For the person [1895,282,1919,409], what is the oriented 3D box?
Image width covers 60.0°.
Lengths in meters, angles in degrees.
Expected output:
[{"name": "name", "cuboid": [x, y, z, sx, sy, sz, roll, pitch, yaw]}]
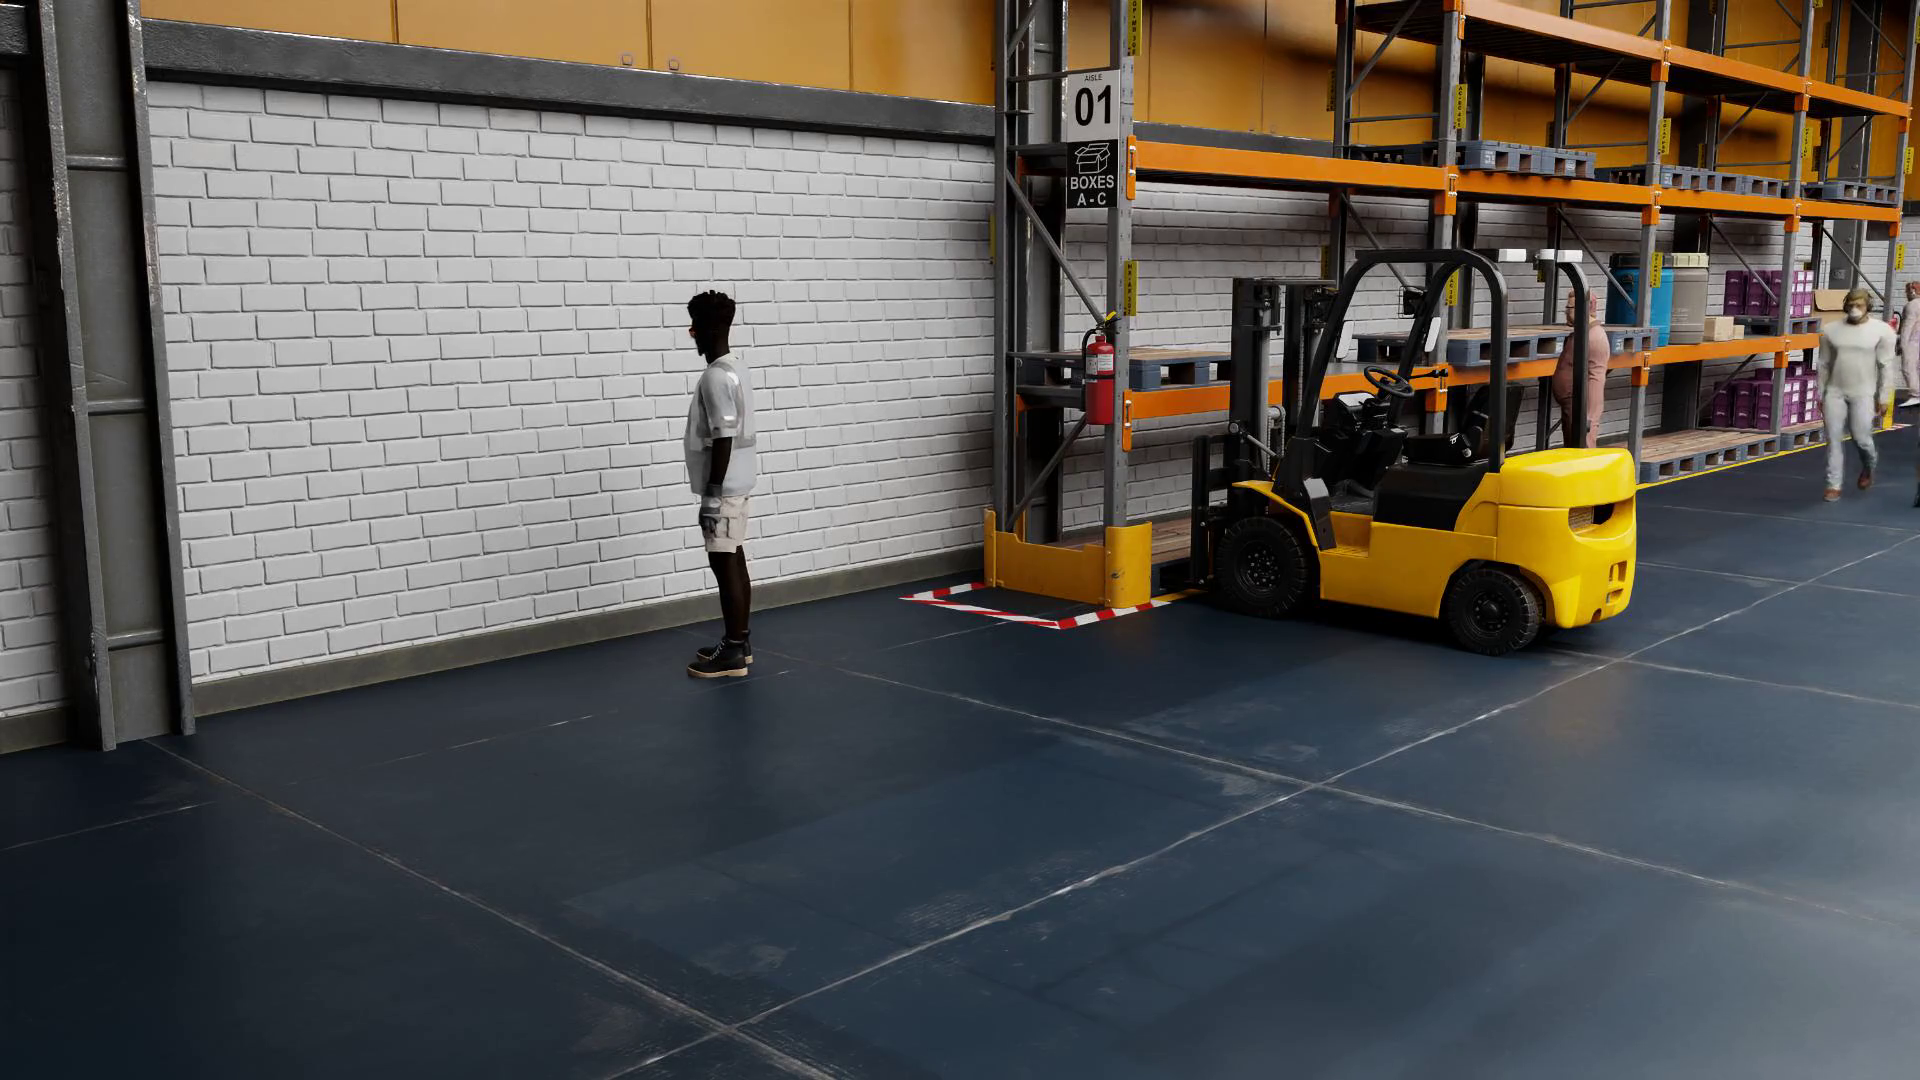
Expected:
[{"name": "person", "cuboid": [14.224, -2.889, 24.755, 0.799, 1.882, 0.509, -7, 12, -38]}]

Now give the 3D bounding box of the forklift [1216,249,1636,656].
[{"name": "forklift", "cuboid": [2.710, -0.584, 9.626, 2.313, 2.155, 1.214, 9, 13, 43]}]

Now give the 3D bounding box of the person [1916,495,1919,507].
[{"name": "person", "cuboid": [8.698, -1.224, 14.580, 0.533, 1.874, 0.993, 8, 12, 40]}]

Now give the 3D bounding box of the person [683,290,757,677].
[{"name": "person", "cuboid": [-1.224, -0.286, 8.493, 0.361, 1.964, 0.613, 0, 9, 1]}]

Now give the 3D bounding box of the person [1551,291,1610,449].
[{"name": "person", "cuboid": [4.877, -1.016, 13.157, 0.403, 1.906, 0.652, 2, 9, 10]}]

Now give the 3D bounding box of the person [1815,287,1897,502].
[{"name": "person", "cuboid": [8.007, -1.304, 14.898, 0.631, 1.915, 0.661, 9, 13, 43]}]
